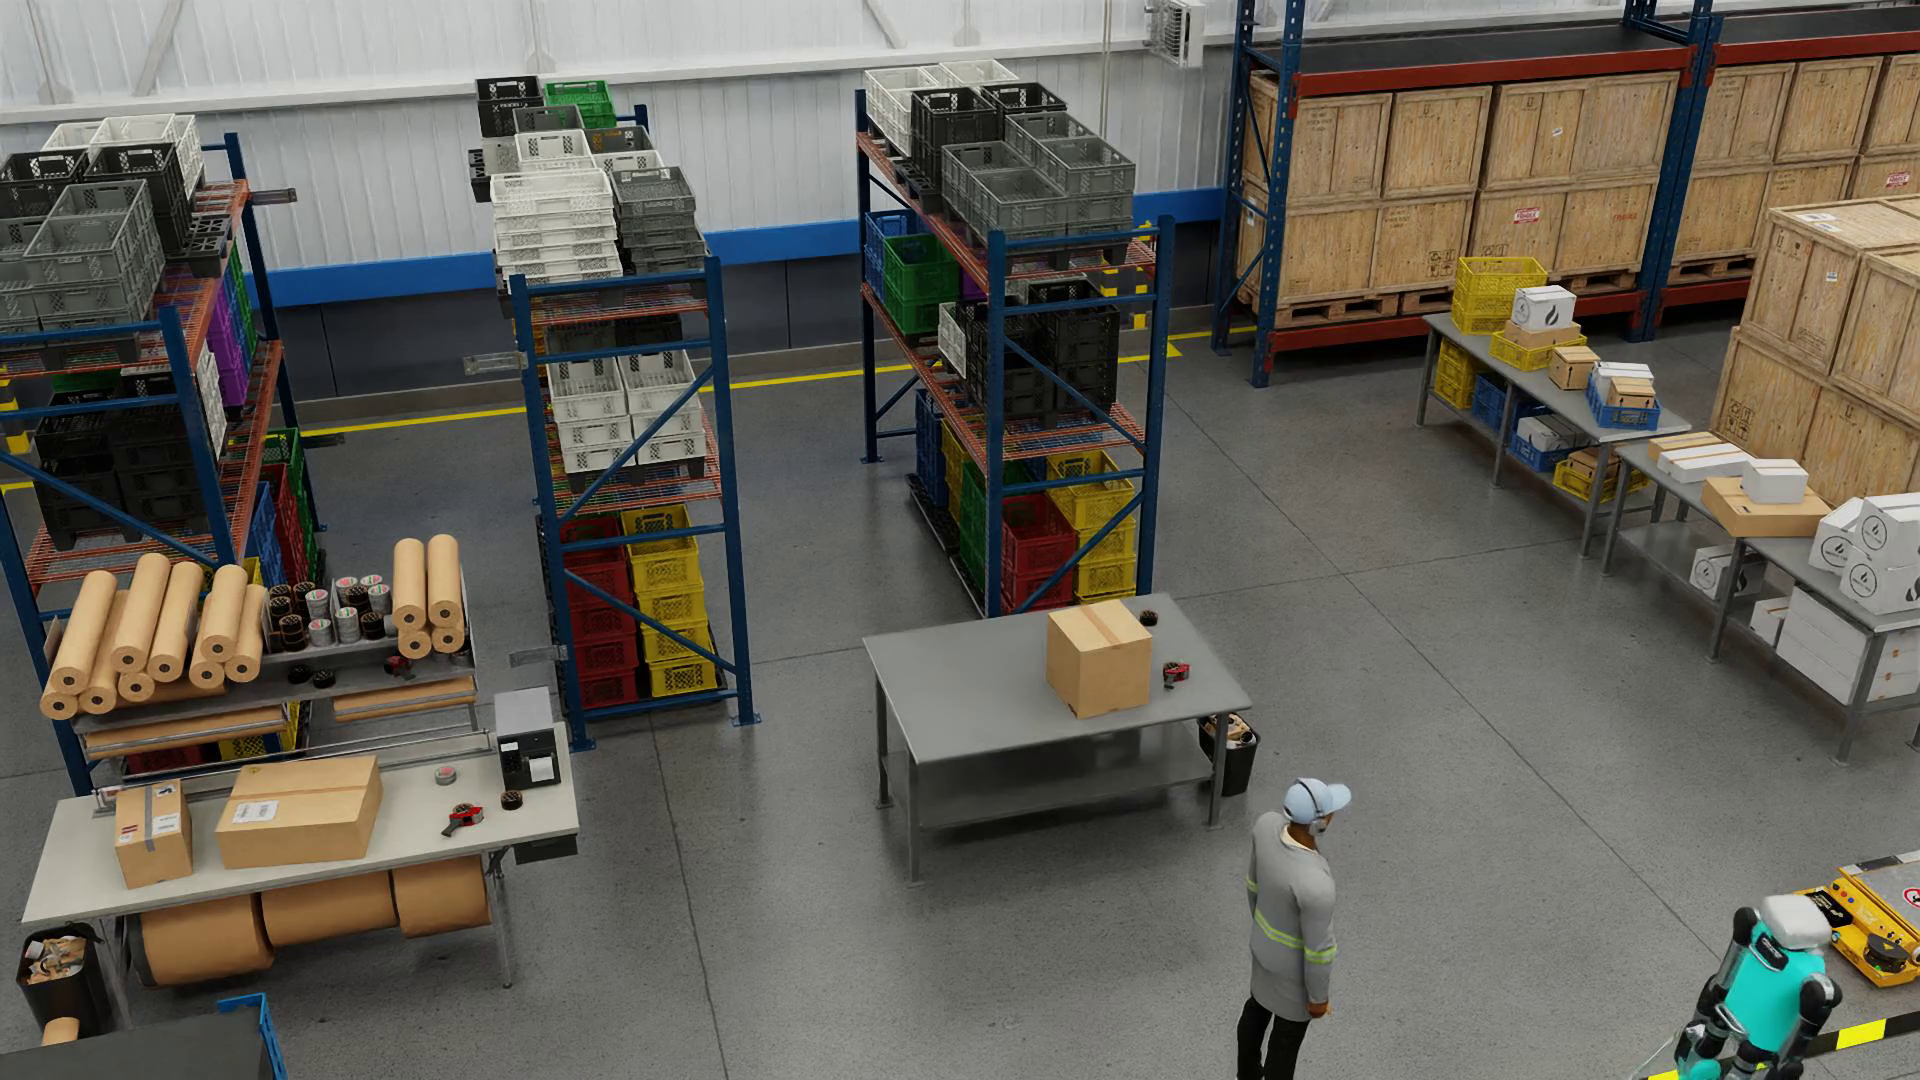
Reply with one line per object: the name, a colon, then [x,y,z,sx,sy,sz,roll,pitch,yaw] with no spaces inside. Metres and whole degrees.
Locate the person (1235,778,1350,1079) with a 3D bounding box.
person: [1.449,1.797,7.247,0.369,1.852,0.591,-10,30,-17]

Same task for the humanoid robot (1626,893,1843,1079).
humanoid robot: [2.904,2.205,6.657,0.810,1.793,0.534,-5,29,-10]

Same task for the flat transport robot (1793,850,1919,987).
flat transport robot: [5.163,1.916,8.676,1.431,0.231,0.659,-8,30,-14]
